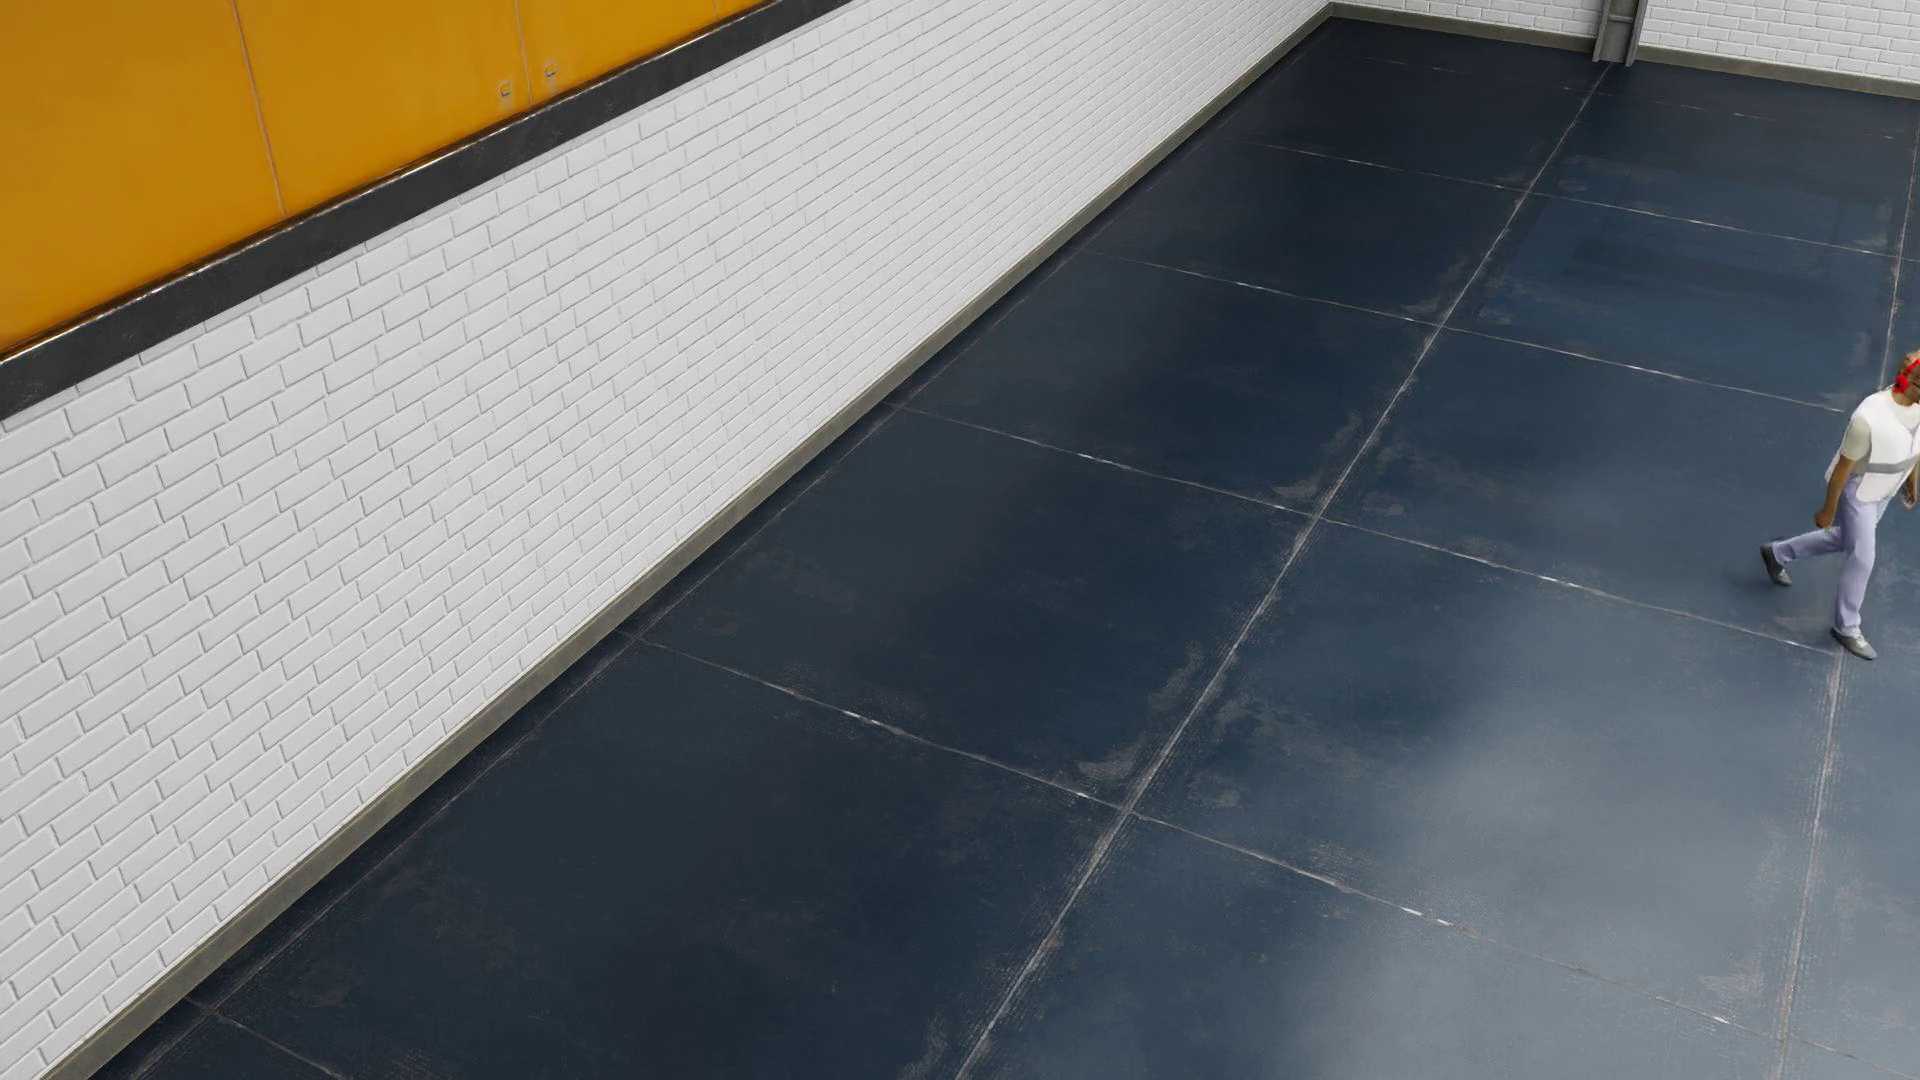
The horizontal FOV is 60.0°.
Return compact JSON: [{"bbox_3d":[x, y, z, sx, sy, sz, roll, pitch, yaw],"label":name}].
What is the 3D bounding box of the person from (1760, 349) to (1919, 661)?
[{"bbox_3d":[4.864,-0.291,9.031,0.632,1.809,0.819,-19,38,-26],"label":"person"}]
